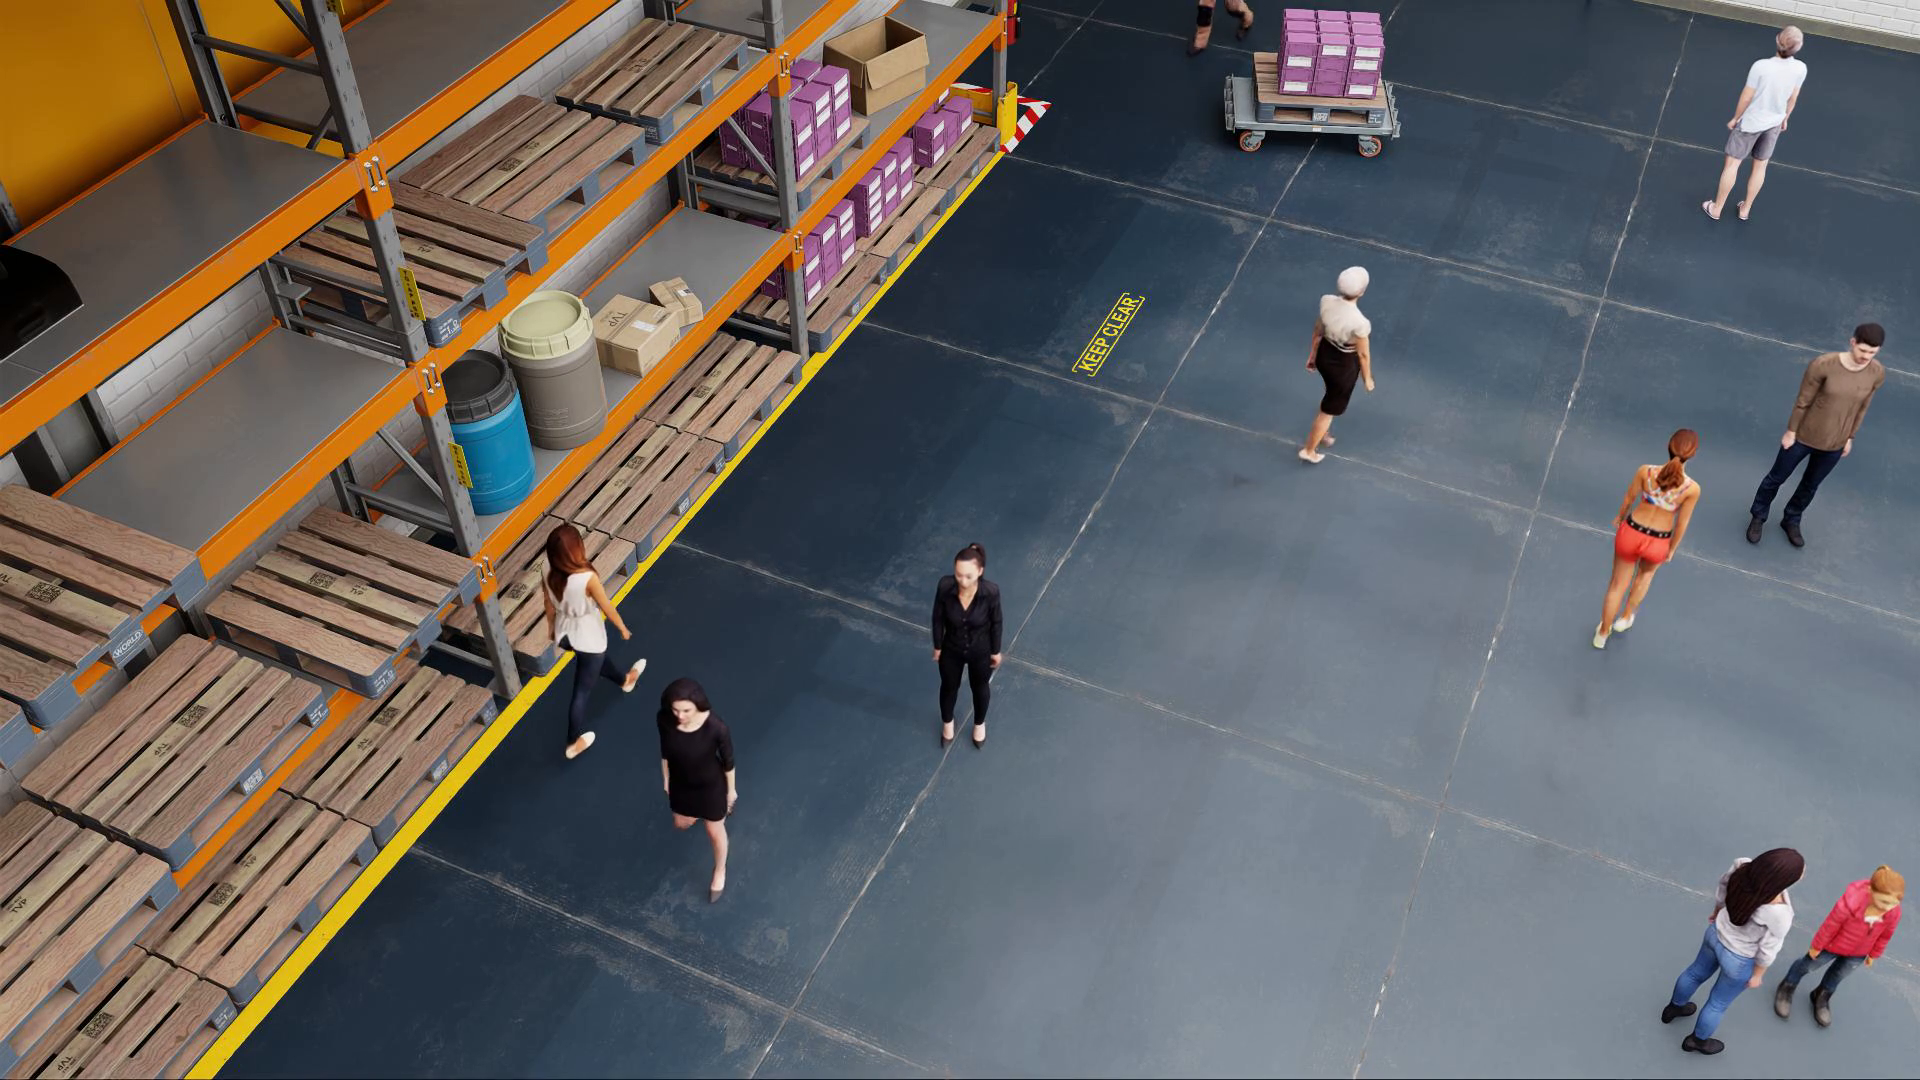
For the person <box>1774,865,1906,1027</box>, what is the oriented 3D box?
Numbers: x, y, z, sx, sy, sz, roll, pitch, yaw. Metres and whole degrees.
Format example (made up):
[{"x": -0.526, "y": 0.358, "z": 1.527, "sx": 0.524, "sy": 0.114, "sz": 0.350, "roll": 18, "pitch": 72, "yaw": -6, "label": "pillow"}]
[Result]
[{"x": 4.765, "y": 2.166, "z": 8.980, "sx": 0.547, "sy": 1.313, "sz": 0.543, "roll": 8, "pitch": 44, "yaw": 8, "label": "person"}]

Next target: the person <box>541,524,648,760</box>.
[{"x": -2.379, "y": 0.666, "z": 10.249, "sx": 0.677, "sy": 1.736, "sz": 1.113, "roll": 22, "pitch": 48, "yaw": 21, "label": "person"}]

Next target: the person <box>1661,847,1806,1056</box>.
[{"x": 4.070, "y": 2.148, "z": 8.768, "sx": 0.732, "sy": 1.632, "sz": 0.642, "roll": -9, "pitch": 44, "yaw": -9, "label": "person"}]

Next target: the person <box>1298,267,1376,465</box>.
[{"x": 2.695, "y": -1.219, "z": 12.224, "sx": 0.865, "sy": 1.740, "sz": 0.804, "roll": -18, "pitch": 46, "yaw": -18, "label": "person"}]

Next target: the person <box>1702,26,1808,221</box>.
[{"x": 7.085, "y": -3.680, "z": 14.741, "sx": 0.718, "sy": 1.832, "sz": 0.684, "roll": 4, "pitch": 44, "yaw": 4, "label": "person"}]

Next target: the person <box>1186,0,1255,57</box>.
[{"x": 2.781, "y": -5.913, "z": 17.099, "sx": 0.908, "sy": 1.813, "sz": 1.209, "roll": 32, "pitch": 52, "yaw": 29, "label": "person"}]

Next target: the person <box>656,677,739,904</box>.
[{"x": -1.451, "y": 1.340, "z": 9.500, "sx": 0.662, "sy": 1.793, "sz": 0.864, "roll": 13, "pitch": 45, "yaw": 13, "label": "person"}]

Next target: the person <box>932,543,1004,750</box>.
[{"x": 0.042, "y": 0.681, "z": 10.251, "sx": 0.628, "sy": 1.711, "sz": 0.579, "roll": 6, "pitch": 44, "yaw": 6, "label": "person"}]

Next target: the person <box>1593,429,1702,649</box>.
[{"x": 4.441, "y": 0.059, "z": 10.860, "sx": 0.596, "sy": 1.772, "sz": 0.646, "roll": 20, "pitch": 47, "yaw": 20, "label": "person"}]

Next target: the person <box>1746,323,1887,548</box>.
[{"x": 6.009, "y": -0.755, "z": 11.631, "sx": 0.714, "sy": 1.887, "sz": 0.676, "roll": 6, "pitch": 44, "yaw": 6, "label": "person"}]
